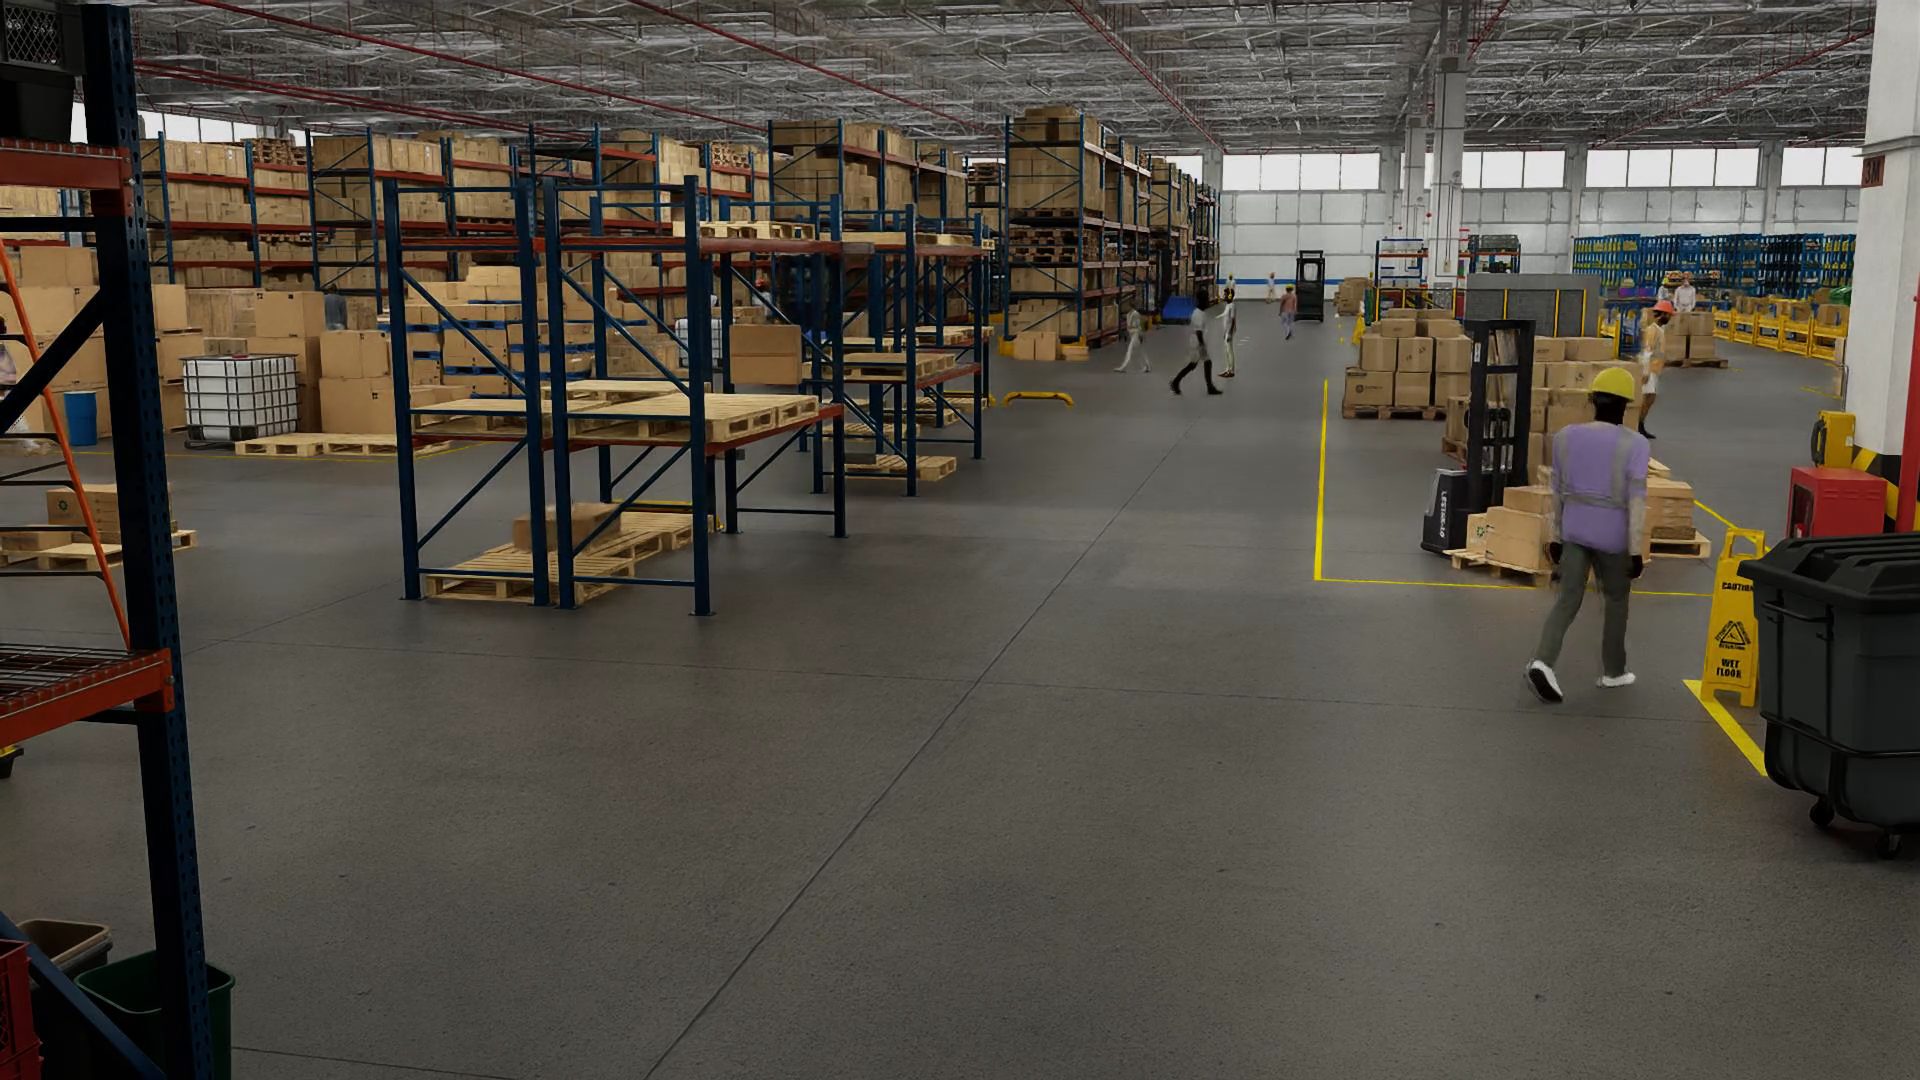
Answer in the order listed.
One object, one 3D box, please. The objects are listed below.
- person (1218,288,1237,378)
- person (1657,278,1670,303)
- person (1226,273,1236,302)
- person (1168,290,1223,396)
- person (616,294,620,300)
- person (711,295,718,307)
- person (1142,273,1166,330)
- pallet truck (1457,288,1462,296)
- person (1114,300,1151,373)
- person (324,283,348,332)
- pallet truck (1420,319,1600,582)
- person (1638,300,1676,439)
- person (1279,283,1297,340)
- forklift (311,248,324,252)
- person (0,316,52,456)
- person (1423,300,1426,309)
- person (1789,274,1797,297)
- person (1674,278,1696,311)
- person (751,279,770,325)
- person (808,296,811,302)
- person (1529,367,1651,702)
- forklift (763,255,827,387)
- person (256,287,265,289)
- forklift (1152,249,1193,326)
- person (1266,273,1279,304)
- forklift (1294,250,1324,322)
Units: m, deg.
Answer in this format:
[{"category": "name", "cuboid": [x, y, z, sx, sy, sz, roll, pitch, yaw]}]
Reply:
[{"category": "person", "cuboid": [5.628, -4.341, 34.899, 0.326, 1.872, 0.518, 0, 10, -2]}, {"category": "person", "cuboid": [24.564, -8.233, 58.112, 0.403, 1.818, 0.603, 8, 12, 39]}, {"category": "person", "cuboid": [14.063, -12.973, 86.346, 0.538, 1.753, 0.559, 2, 10, 12]}, {"category": "person", "cuboid": [4.281, -3.572, 30.182, 0.958, 1.934, 0.615, 3, 10, 17]}, {"category": "person", "cuboid": [-8.454, -5.244, 40.960, 0.518, 1.632, 0.314, 0, 10, 1]}, {"category": "person", "cuboid": [-6.127, -5.268, 40.255, 0.591, 1.915, 0.383, -1, 10, -4]}, {"category": "person", "cuboid": [6.717, -8.410, 58.654, 1.042, 1.989, 0.628, 2, 10, 13]}, {"category": "pallet truck", "cuboid": [20.506, -9.785, 68.819, 0.653, 1.274, 1.630, 2, 10, 12]}, {"category": "person", "cuboid": [3.789, -4.424, 36.217, 0.880, 1.583, 0.524, -3, 10, -15]}, {"category": "person", "cuboid": [-14.457, -4.965, 38.415, 0.627, 1.933, 0.377, -1, 10, -7]}, {"category": "pallet truck", "cuboid": [4.543, -0.757, 13.299, 0.823, 1.965, 1.885, -4, 10, -22]}, {"category": "person", "cuboid": [9.495, -2.324, 22.825, 0.485, 1.912, 0.603, 6, 11, 32]}, {"category": "person", "cuboid": [10.007, -6.943, 50.635, 0.550, 1.750, 0.470, -3, 10, -16]}, {"category": "forklift", "cuboid": [-19.932, -7.789, 52.328, 1.873, 2.768, 1.129, 2, 10, 12]}, {"category": "person", "cuboid": [-11.973, -1.903, 20.704, 0.945, 1.797, 0.639, -8, 13, -41]}, {"category": "person", "cuboid": [15.811, -7.803, 56.131, 0.287, 1.627, 0.497, -6, 11, -33]}, {"category": "person", "cuboid": [39.866, -11.874, 79.641, 0.591, 1.824, 0.404, -4, 10, -20]}, {"category": "person", "cuboid": [23.897, -7.698, 54.863, 0.656, 1.852, 1.013, 3, 10, 18]}, {"category": "person", "cuboid": [-5.625, -6.318, 46.503, 0.577, 1.898, 0.942, 2, 10, 14]}, {"category": "person", "cuboid": [-5.595, -9.149, 64.099, 0.494, 1.624, 0.280, -1, 10, -4]}, {"category": "person", "cuboid": [3.558, -0.033, 9.393, 0.932, 1.881, 0.589, -9, 13, -43]}, {"category": "forklift", "cuboid": [-3.074, -4.406, 32.295, 1.129, 2.768, 1.873, 2, 10, 12]}, {"category": "person", "cuboid": [-16.553, -5.117, 39.645, 0.635, 1.829, 0.630, 3, 10, 17]}, {"category": "forklift", "cuboid": [7.646, -9.320, 61.395, 1.873, 2.768, 1.129, 2, 10, 11]}, {"category": "person", "cuboid": [17.359, -13.957, 92.268, 0.789, 1.718, 0.588, 7, 12, 34]}, {"category": "forklift", "cuboid": [13.778, -10.002, 65.433, 1.129, 2.768, 1.873, 2, 10, 12]}]
